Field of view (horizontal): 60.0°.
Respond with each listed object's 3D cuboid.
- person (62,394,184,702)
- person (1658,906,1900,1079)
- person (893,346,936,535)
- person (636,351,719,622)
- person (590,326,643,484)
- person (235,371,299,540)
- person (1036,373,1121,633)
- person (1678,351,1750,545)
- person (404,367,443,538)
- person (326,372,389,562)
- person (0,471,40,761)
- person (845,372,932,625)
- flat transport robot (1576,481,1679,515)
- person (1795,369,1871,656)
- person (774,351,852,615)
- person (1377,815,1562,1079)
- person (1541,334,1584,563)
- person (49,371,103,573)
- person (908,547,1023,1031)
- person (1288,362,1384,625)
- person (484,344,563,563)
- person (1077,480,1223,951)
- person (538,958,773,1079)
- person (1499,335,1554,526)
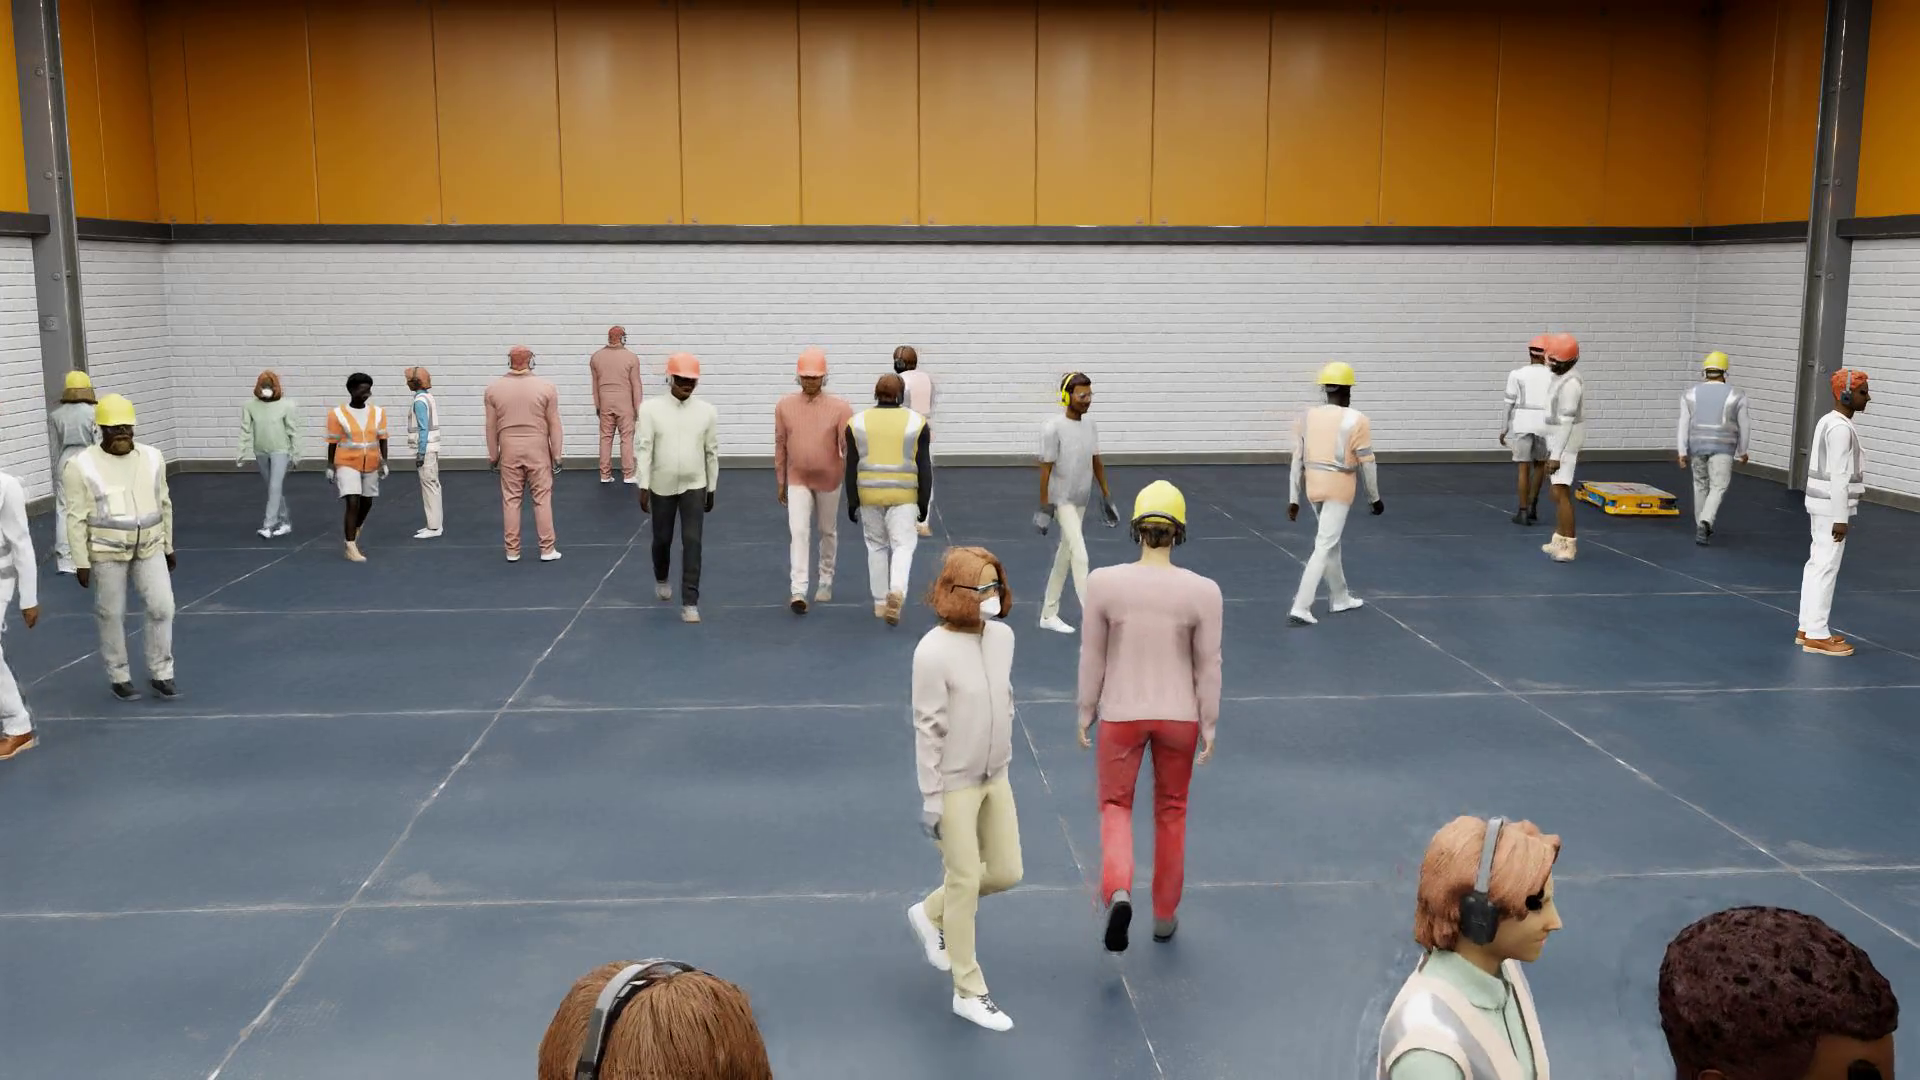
[{"bbox_3d":[-4.812,0.067,9.640,0.659,1.809,0.630,8,12,41],"label":"person"},{"bbox_3d":[0.737,1.271,1.926,0.978,1.875,0.604,7,11,38],"label":"person"},{"bbox_3d":[-0.562,-0.958,16.055,0.632,1.823,0.707,-9,12,-43],"label":"person"},{"bbox_3d":[-2.087,-0.417,12.235,0.626,1.963,0.855,-3,10,-18],"label":"person"},{"bbox_3d":[-4.094,-1.617,19.963,0.637,1.900,0.404,2,9,12],"label":"person"},{"bbox_3d":[-6.540,-0.786,15.704,0.509,1.585,0.879,1,9,4],"label":"person"},{"bbox_3d":[0.872,-0.220,11.418,0.907,1.834,0.515,8,12,40],"label":"person"},{"bbox_3d":[7.007,-0.858,15.514,0.586,1.805,0.820,8,12,40],"label":"person"},{"bbox_3d":[-5.105,-0.833,15.856,0.311,1.636,0.522,-2,9,-11],"label":"person"},{"bbox_3d":[-5.377,-0.670,14.767,0.548,1.669,0.759,-8,12,-41],"label":"person"},{"bbox_3d":[-4.954,0.279,8.255,0.597,1.827,0.996,1,9,8],"label":"person"},{"bbox_3d":[-0.517,-0.293,11.928,0.626,1.816,0.799,1,9,4],"label":"person"},{"bbox_3d":[7.109,-0.456,17.760,0.652,0.197,1.431,1,9,5],"label":"flat transport robot"},{"bbox_3d":[5.792,-0.188,11.030,0.338,1.882,0.582,3,10,20],"label":"person"},{"bbox_3d":[-1.082,-0.437,12.420,0.635,1.934,1.072,0,9,3],"label":"person"},{"bbox_3d":[0.923,1.256,2.779,0.760,1.606,0.547,6,11,32],"label":"person"},{"bbox_3d":[5.279,-0.813,14.652,0.388,1.993,0.726,2,9,13],"label":"person"},{"bbox_3d":[-7.477,-0.587,14.145,0.494,1.680,0.955,0,9,-3],"label":"person"},{"bbox_3d":[-0.008,0.812,5.587,0.477,1.620,0.504,8,12,42],"label":"person"},{"bbox_3d":[2.670,-0.339,12.020,0.973,1.889,0.595,-7,12,-38],"label":"person"},{"bbox_3d":[-3.782,-0.750,14.497,0.651,1.904,0.403,0,9,-3],"label":"person"},{"bbox_3d":[0.685,0.665,6.097,0.540,1.743,0.620,1,9,8],"label":"person"},{"bbox_3d":[-0.256,1.333,1.709,0.455,1.821,0.652,6,11,31],"label":"person"},{"bbox_3d":[5.770,-1.116,16.797,0.590,1.893,0.753,2,9,12],"label":"person"}]
